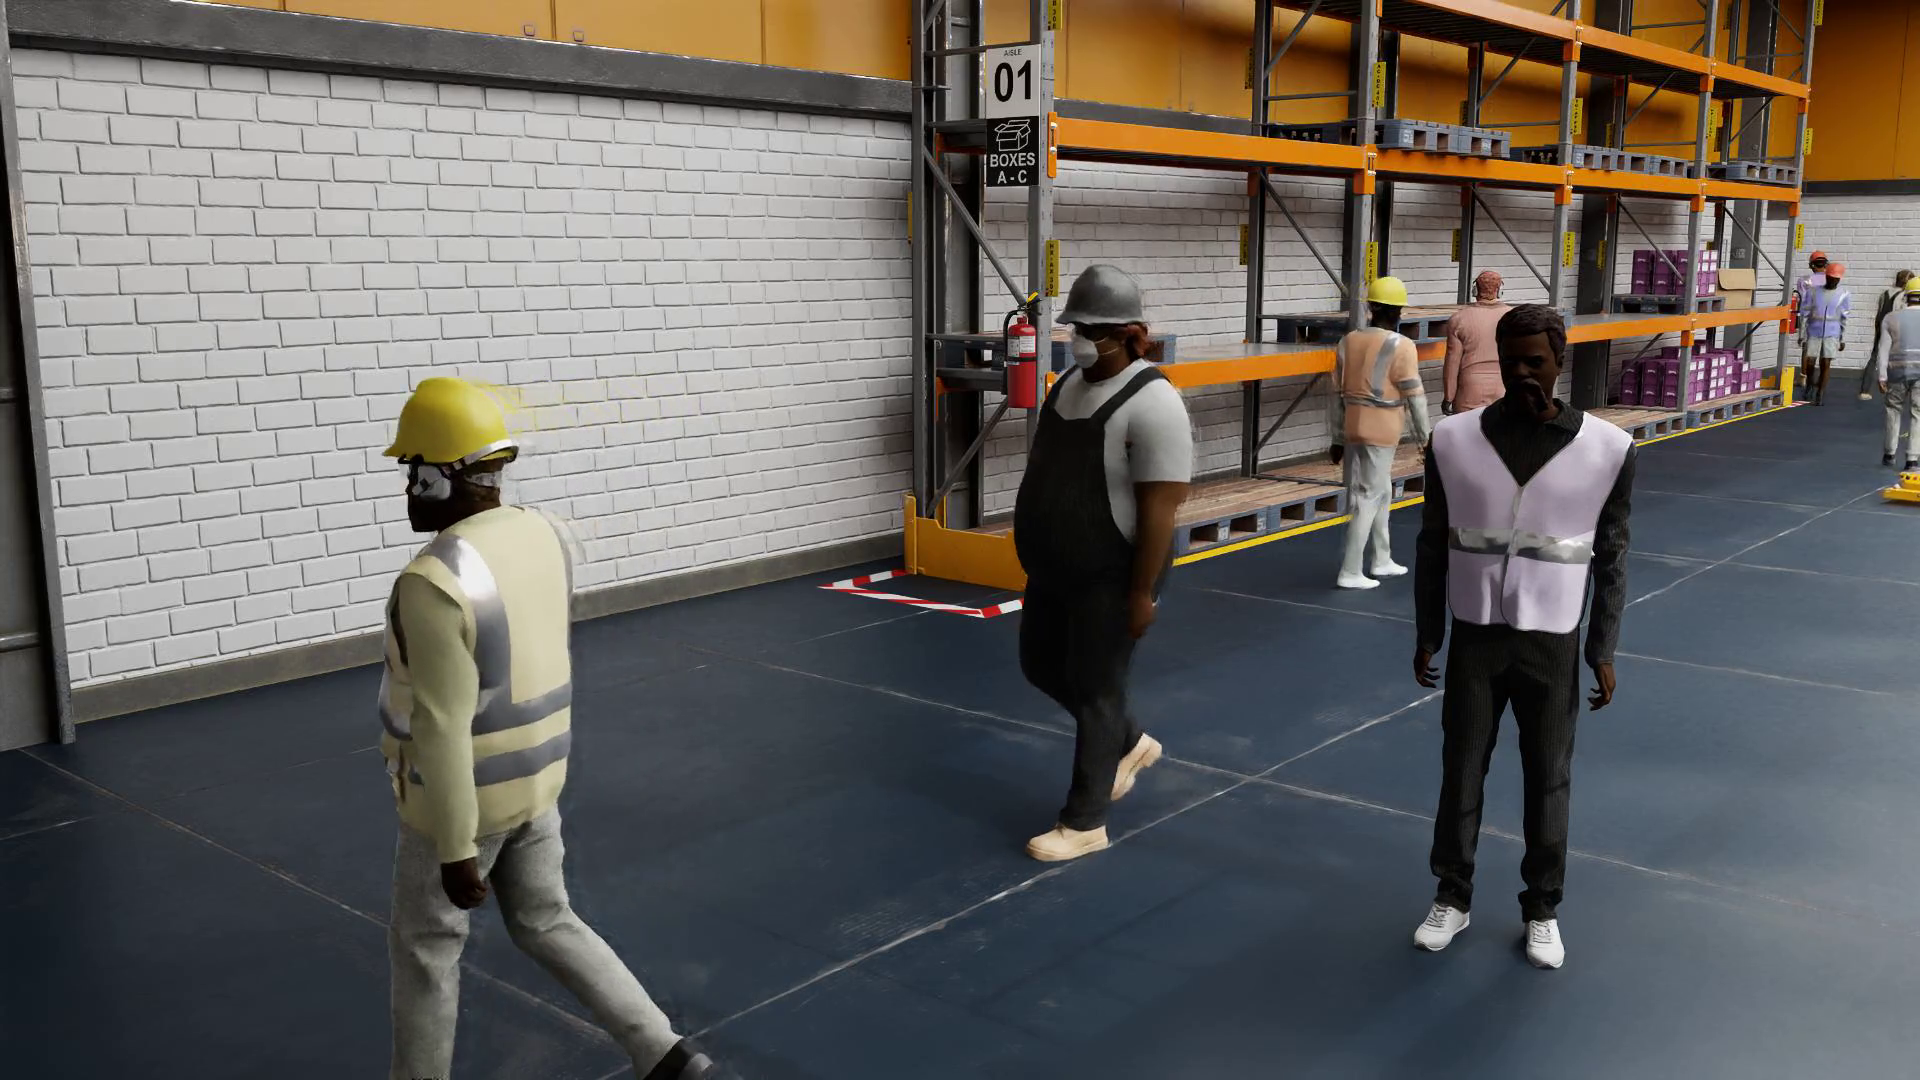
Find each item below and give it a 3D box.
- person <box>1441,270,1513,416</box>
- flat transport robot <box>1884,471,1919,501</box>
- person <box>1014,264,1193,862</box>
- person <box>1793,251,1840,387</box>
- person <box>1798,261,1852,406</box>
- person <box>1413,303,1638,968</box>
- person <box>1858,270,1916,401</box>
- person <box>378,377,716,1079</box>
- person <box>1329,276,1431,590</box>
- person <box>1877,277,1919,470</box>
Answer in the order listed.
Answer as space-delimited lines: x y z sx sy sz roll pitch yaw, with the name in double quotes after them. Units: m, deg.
4.068 -1.140 12.957 0.648 1.907 0.409 0 10 0 "person"
8.305 -0.469 13.785 1.431 0.197 0.652 -8 13 -39 "flat transport robot"
0.480 0.060 5.737 0.637 2.000 0.722 -5 11 -28 "person"
12.767 -3.294 24.860 0.605 2.034 0.389 1 10 5 "person"
11.347 -2.702 21.845 0.575 1.906 0.534 5 11 25 "person"
1.625 0.275 4.864 0.590 1.919 0.391 4 11 23 "person"
12.674 -2.775 22.636 0.990 1.776 0.583 -5 11 -25 "person"
-1.011 0.537 3.703 0.827 1.808 0.593 3 10 17 "person"
2.613 -0.645 10.150 0.784 1.896 0.594 -5 11 -26 "person"
9.007 -1.575 15.739 0.609 1.801 0.821 5 11 27 "person"
